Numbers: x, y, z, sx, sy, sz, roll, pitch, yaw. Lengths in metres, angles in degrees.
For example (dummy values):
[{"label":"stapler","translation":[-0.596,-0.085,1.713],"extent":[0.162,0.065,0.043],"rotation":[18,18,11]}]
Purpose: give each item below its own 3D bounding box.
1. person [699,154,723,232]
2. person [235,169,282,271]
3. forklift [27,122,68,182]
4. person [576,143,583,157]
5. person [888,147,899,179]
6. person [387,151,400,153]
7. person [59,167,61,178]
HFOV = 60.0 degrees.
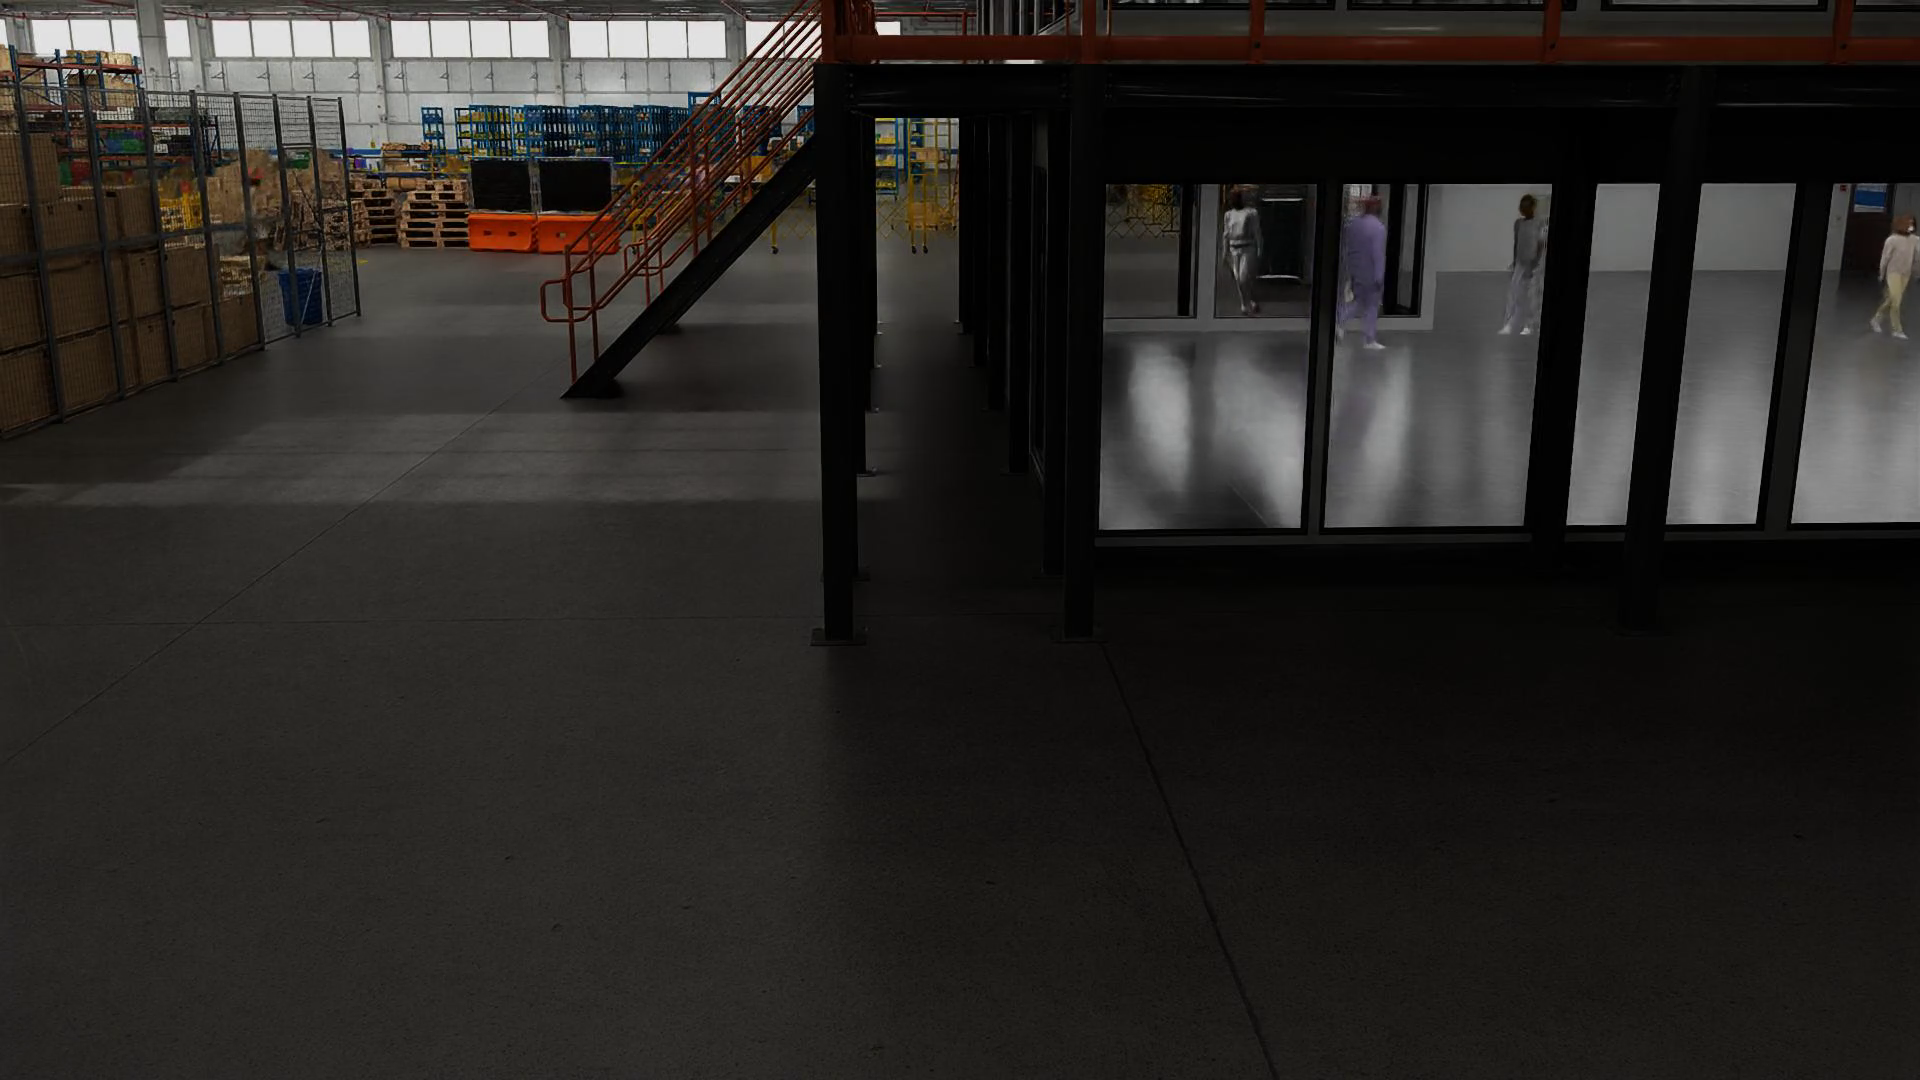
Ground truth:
[{"label":"person","translation":[-6.439,-8.970,42.942],"extent":[0.444,2.013,0.648],"rotation":[-13,19,-41]},{"label":"person","translation":[-13.360,-6.044,31.454],"extent":[0.772,1.919,0.549],"rotation":[-4,15,-14]},{"label":"forklift","translation":[-35.376,-14.773,64.377],"extent":[1.129,2.768,1.873],"rotation":[-1,14,-2]},{"label":"person","translation":[-19.174,-19.125,83.933],"extent":[0.406,1.824,0.586],"rotation":[-9,16,-31]},{"label":"person","translation":[-3.358,-19.264,84.474],"extent":[0.753,1.816,0.611],"rotation":[-2,14,-7]},{"label":"person","translation":[-25.616,-17.019,75.362],"extent":[0.616,1.901,1.003],"rotation":[-7,16,-25]},{"label":"person","translation":[-31.264,-12.388,57.400],"extent":[0.287,1.627,0.497],"rotation":[7,16,27]}]
